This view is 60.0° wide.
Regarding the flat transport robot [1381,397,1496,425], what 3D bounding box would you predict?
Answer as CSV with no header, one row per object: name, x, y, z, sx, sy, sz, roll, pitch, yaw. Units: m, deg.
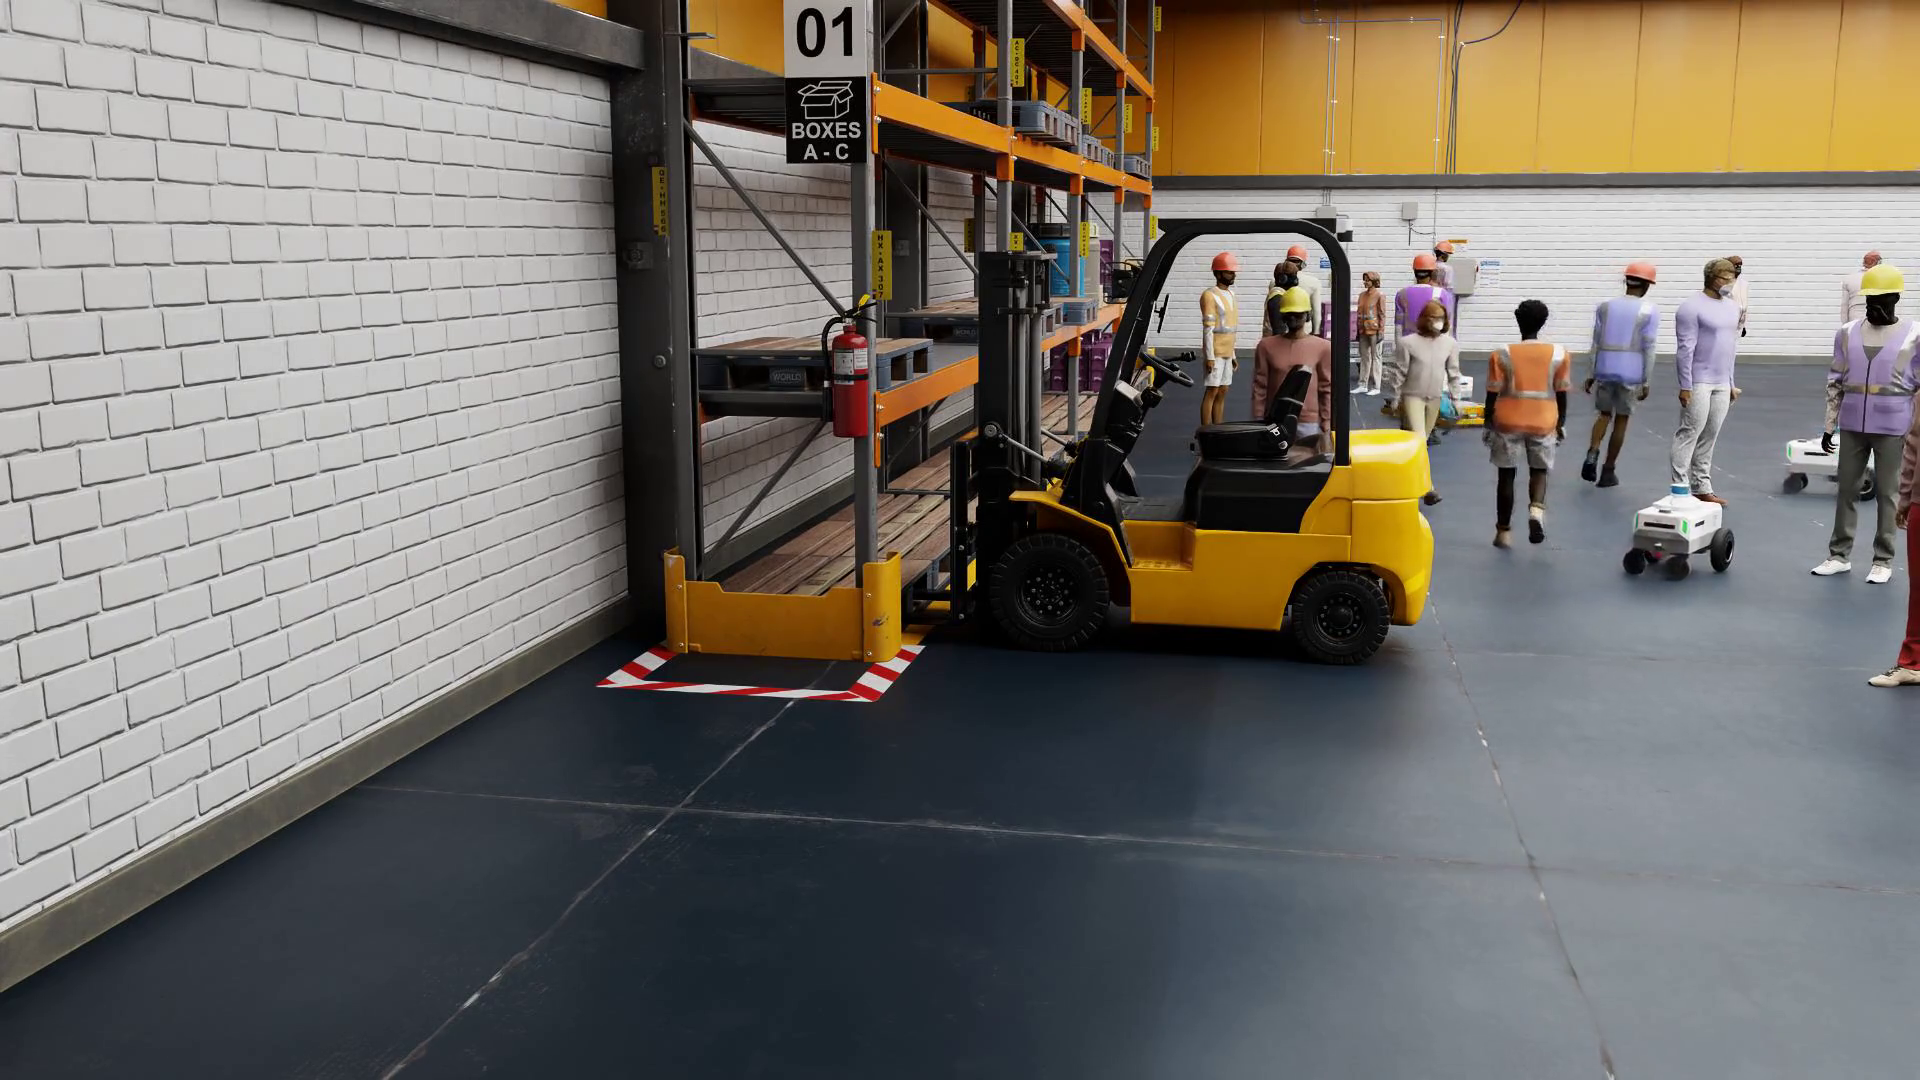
flat transport robot,5.438,-1.472,18.870,0.652,0.197,1.431,-3,11,-17

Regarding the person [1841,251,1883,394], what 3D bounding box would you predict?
person,12.023,-2.869,22.042,0.644,1.908,0.408,10,14,44

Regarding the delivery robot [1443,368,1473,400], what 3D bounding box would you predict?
delivery robot,5.786,-1.842,19.860,0.707,0.478,0.477,-6,12,-31

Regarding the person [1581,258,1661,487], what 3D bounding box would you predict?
person,5.520,-1.380,13.860,0.583,1.910,0.466,10,14,44

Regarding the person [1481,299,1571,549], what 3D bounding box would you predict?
person,3.747,-0.747,11.016,0.561,1.680,0.459,2,10,9

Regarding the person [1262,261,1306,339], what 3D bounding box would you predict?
person,3.267,-1.881,16.805,0.429,1.843,0.633,2,11,13

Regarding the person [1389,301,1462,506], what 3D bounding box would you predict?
person,3.652,-1.054,12.926,0.510,1.588,0.837,-3,11,-15

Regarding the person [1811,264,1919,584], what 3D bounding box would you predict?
person,5.530,-0.697,10.080,0.384,1.924,0.594,-8,13,-37

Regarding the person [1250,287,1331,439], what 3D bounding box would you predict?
person,2.169,-0.770,10.939,0.543,1.765,0.336,3,11,18

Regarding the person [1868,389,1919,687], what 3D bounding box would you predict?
person,4.456,-0.146,7.505,0.312,1.768,0.522,-4,11,-19

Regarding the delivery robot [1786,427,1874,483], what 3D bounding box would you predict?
delivery robot,7.094,-0.675,13.466,0.707,0.478,0.477,7,12,34

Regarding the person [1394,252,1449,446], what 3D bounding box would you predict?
person,4.636,-1.917,16.726,0.543,1.942,0.349,5,12,28

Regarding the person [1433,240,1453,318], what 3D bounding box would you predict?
person,7.683,-3.779,26.705,0.406,2.030,0.613,-6,12,-30

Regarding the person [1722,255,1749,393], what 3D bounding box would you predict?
person,10.264,-2.867,22.209,0.625,1.844,0.429,-5,11,-24

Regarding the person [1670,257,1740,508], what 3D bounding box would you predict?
person,5.731,-1.191,12.762,0.630,1.938,0.372,-6,12,-30

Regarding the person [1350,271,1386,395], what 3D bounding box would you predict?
person,5.438,-2.736,22.040,0.315,1.641,0.515,-5,11,-25

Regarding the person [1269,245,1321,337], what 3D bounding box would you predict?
person,3.868,-2.410,19.280,0.614,1.993,0.395,3,11,15

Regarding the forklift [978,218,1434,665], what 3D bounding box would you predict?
forklift,1.285,-0.567,8.635,2.313,2.155,1.214,2,11,11

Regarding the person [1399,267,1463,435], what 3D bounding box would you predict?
person,4.986,-1.996,17.510,0.690,1.820,0.574,10,14,43

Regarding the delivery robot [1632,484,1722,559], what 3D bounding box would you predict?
delivery robot,4.465,-0.106,10.344,0.477,0.478,0.707,9,13,40

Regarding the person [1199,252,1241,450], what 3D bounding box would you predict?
person,2.562,-1.835,16.286,0.359,1.939,0.542,7,13,35
